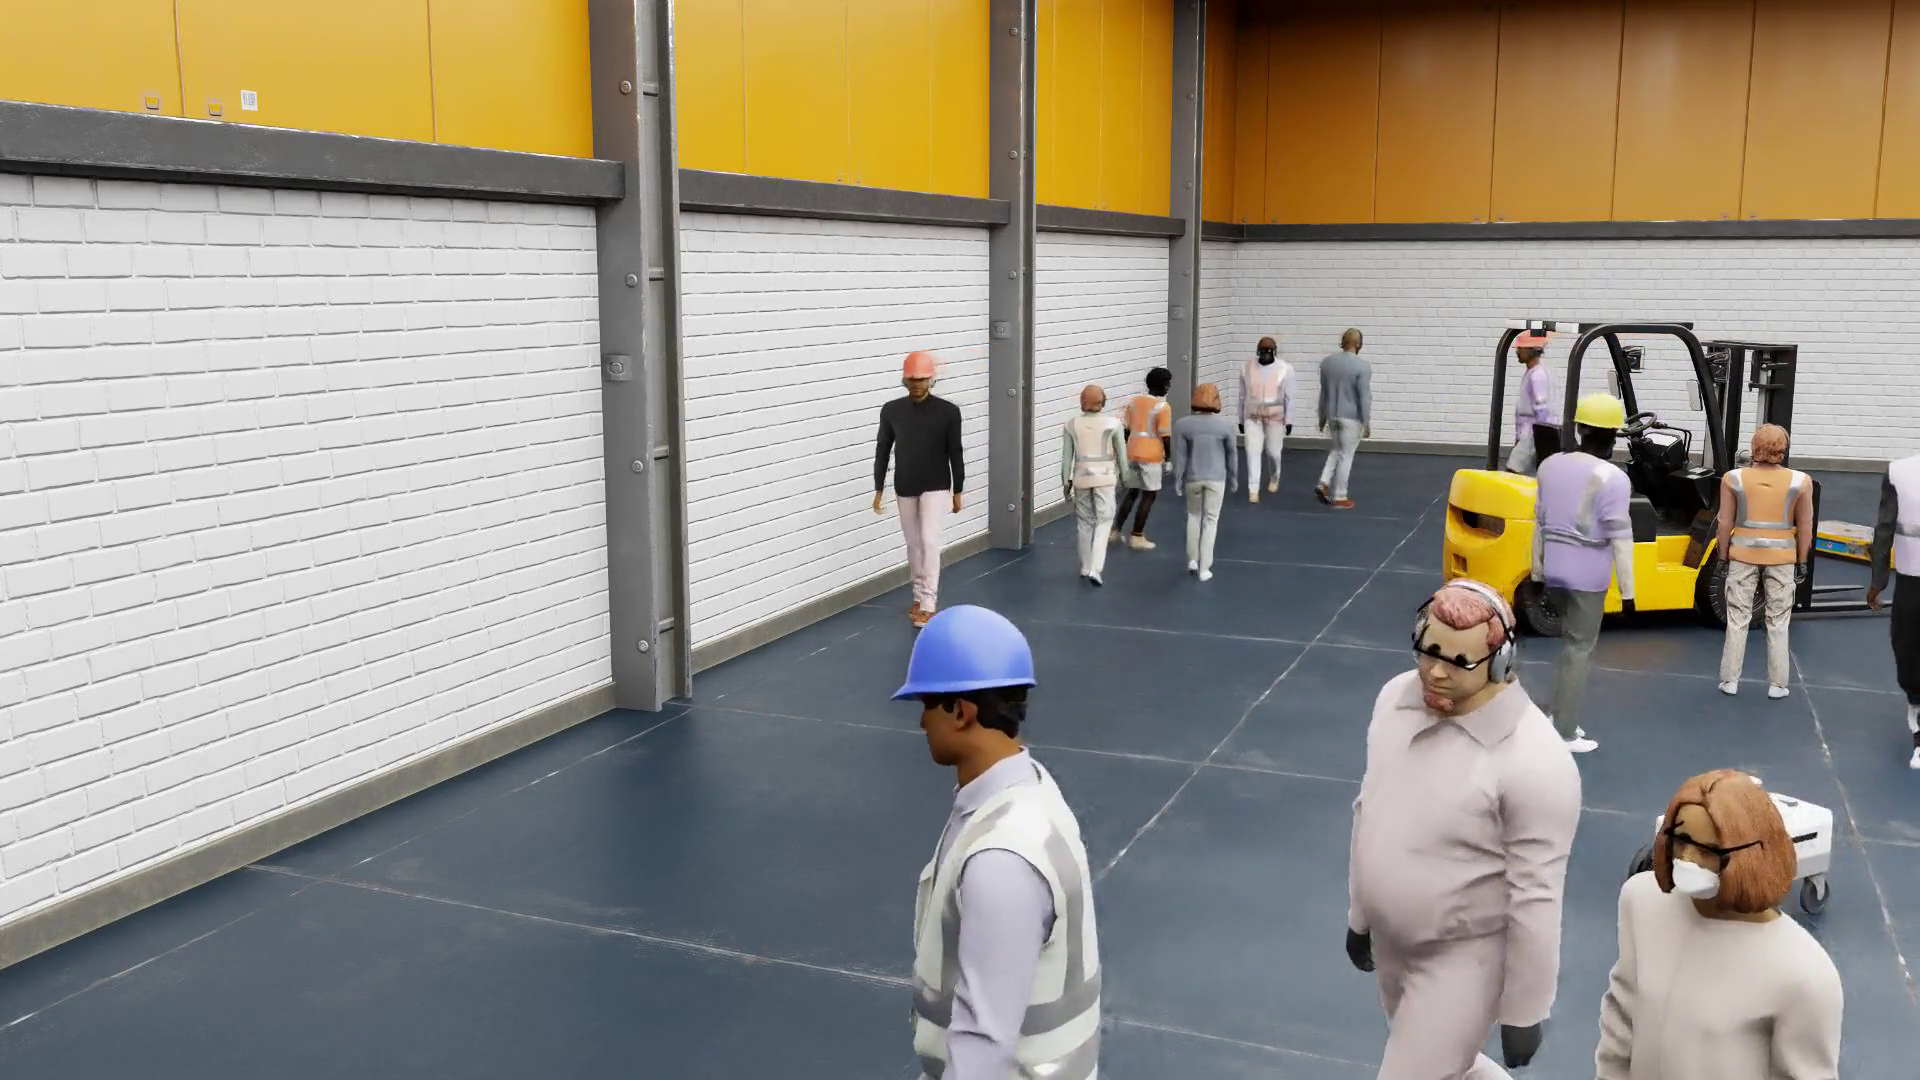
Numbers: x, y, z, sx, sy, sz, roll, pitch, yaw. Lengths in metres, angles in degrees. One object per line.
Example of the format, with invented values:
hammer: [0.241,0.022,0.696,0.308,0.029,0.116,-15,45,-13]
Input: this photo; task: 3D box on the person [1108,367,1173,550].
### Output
person: [1.675,-0.733,15.011,0.403,1.659,0.578,-7,12,-36]

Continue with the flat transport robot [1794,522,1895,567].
flat transport robot: [7.899,0.018,14.683,0.652,0.197,1.431,-3,10,-18]

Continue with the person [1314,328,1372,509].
person: [4.041,-1.265,17.475,0.467,1.914,0.662,-7,12,-36]

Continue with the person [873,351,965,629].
person: [-0.322,-0.353,11.808,0.621,1.956,0.903,3,10,18]

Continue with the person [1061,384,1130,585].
person: [1.079,-0.450,13.439,0.528,1.616,0.642,4,10,22]

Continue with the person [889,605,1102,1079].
person: [0.040,1.081,3.274,0.496,1.914,0.636,-1,9,-6]

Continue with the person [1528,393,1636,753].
person: [3.304,0.182,8.733,0.514,1.905,0.607,-4,10,-21]

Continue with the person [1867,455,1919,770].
person: [5.124,0.198,8.729,0.592,1.889,0.882,7,12,36]

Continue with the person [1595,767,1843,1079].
person: [1.525,1.220,3.318,0.565,1.613,0.507,-4,10,-22]

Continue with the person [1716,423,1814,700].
person: [4.749,0.133,9.849,0.516,1.641,0.308,4,10,25]

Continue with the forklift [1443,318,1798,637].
forklift: [4.706,-0.497,11.990,2.313,2.155,1.214,-2,10,-10]

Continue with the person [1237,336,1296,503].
person: [3.343,-1.333,18.211,0.636,1.814,0.716,2,10,15]

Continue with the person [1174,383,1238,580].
person: [2.035,-0.488,13.700,0.504,1.615,0.542,3,10,19]

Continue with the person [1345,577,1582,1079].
person: [1.265,0.986,4.064,0.855,1.869,0.667,-3,10,-19]

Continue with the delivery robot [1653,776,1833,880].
delivery robot: [3.085,1.172,6.546,0.707,0.478,0.477,-5,11,-28]

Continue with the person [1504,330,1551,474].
person: [5.342,-0.996,15.635,1.077,1.988,0.627,3,10,18]
